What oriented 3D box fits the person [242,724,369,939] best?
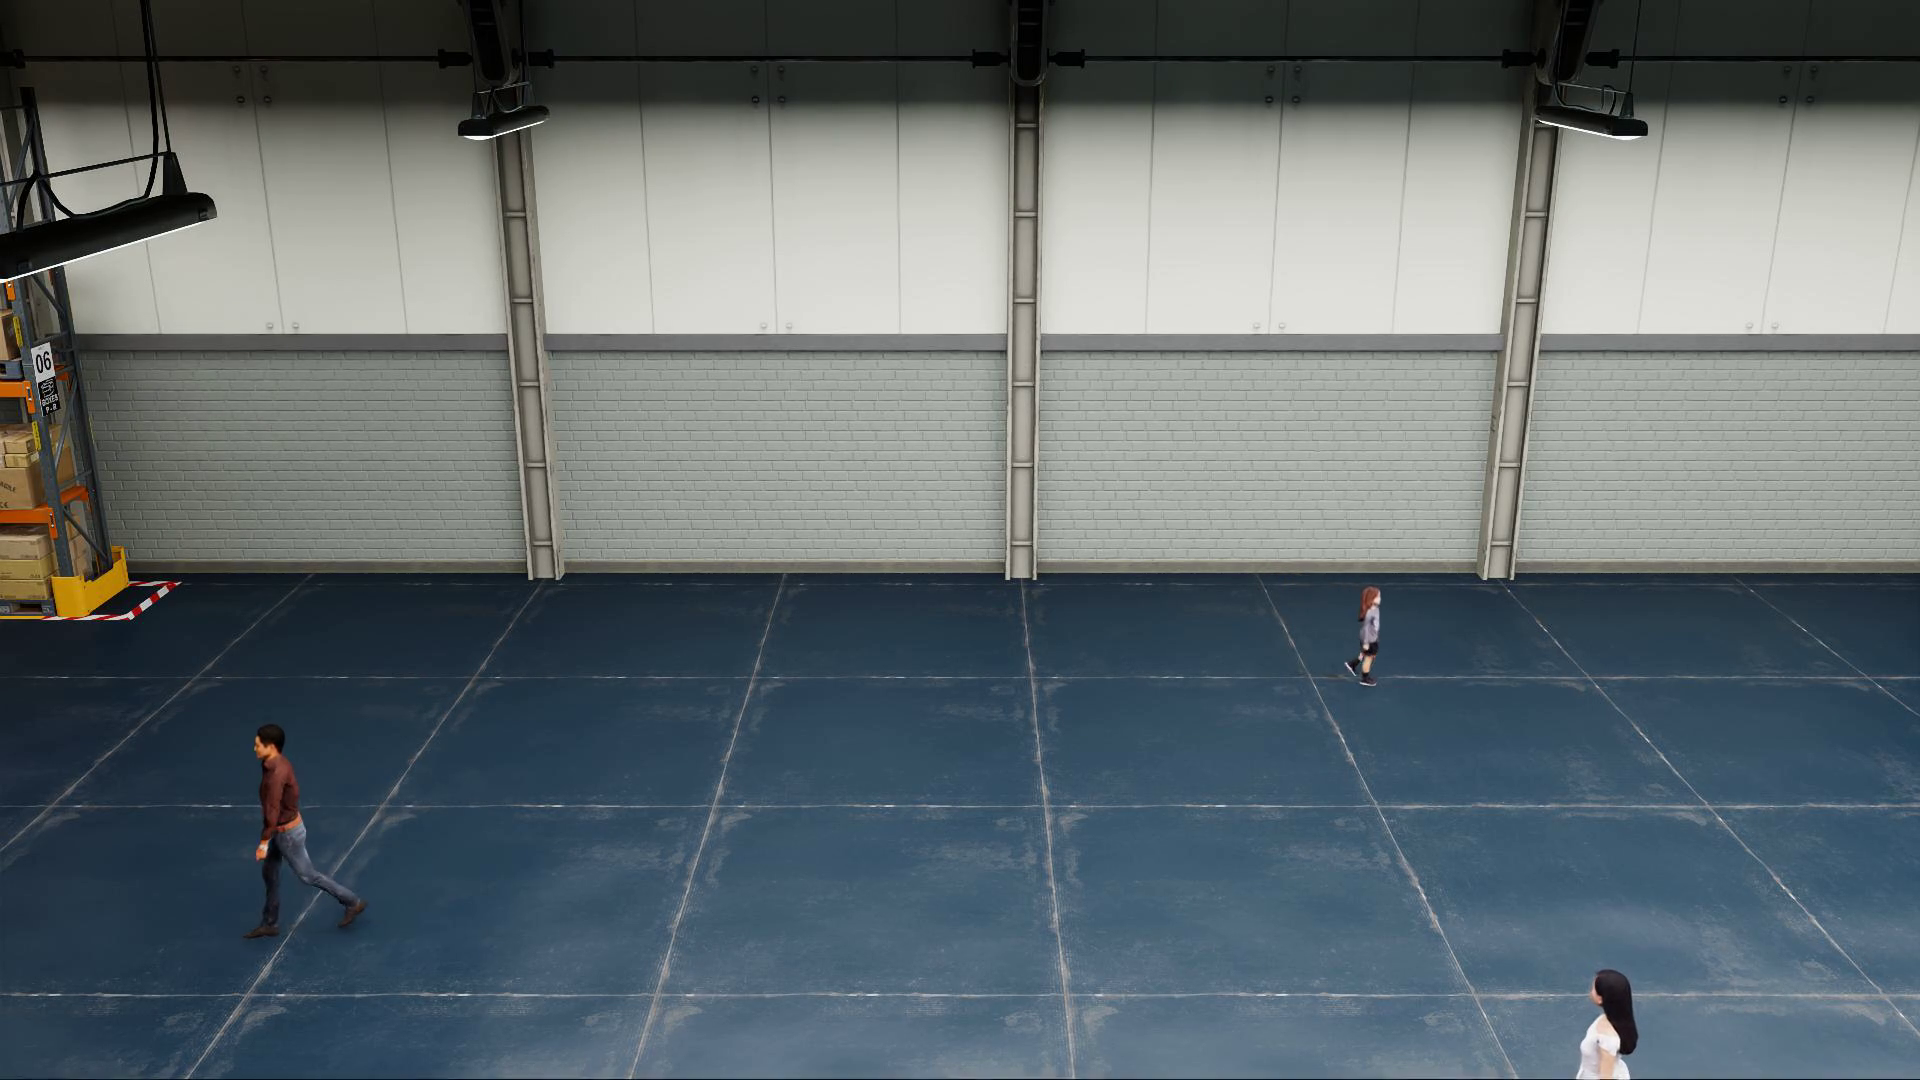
[{"bbox_3d":[-5.041,2.243,12.716,1.238,1.744,0.992,-9,20,-26],"label":"person"}]

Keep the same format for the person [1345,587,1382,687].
[{"bbox_3d":[4.274,0.999,17.577,0.664,1.099,0.586,8,20,24],"label":"person"}]

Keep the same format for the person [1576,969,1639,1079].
[{"bbox_3d":[3.684,3.255,9.559,0.804,1.775,0.770,11,21,30],"label":"person"}]
